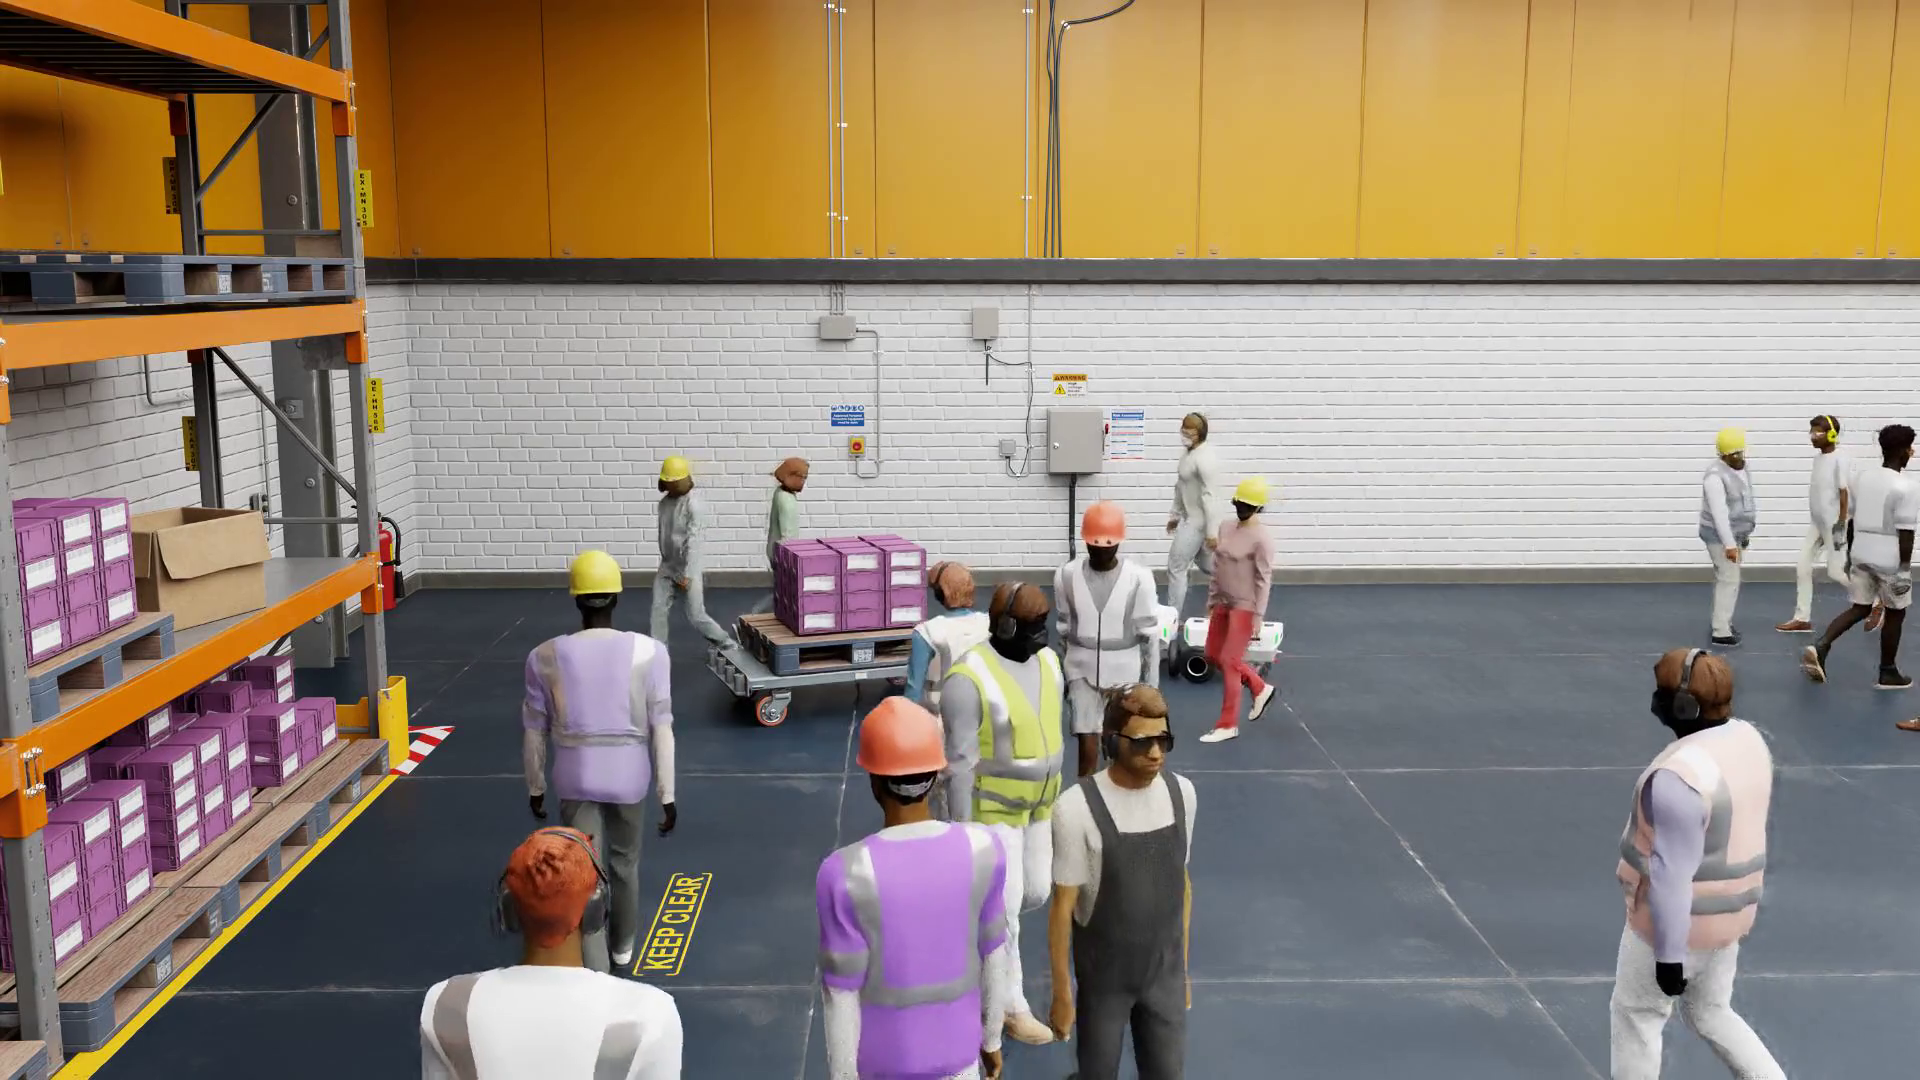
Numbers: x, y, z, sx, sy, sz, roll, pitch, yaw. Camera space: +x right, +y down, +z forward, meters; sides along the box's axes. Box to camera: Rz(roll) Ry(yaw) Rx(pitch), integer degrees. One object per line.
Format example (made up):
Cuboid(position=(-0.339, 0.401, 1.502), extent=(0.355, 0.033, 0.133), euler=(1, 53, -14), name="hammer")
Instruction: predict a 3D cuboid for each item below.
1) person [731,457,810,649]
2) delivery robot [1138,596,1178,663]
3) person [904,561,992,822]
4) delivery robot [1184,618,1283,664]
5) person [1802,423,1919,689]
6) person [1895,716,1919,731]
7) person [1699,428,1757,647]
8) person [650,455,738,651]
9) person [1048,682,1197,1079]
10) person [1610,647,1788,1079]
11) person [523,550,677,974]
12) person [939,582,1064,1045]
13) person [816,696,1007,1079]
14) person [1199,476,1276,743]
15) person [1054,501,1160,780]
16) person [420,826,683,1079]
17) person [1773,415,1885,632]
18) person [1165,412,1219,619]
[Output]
Cuboid(position=(-1.439, 0.147, 12.839), extent=(0.581, 1.603, 0.548), euler=(-2, 9, -13), name="person")
Cuboid(position=(1.452, 0.662, 12.622), extent=(0.477, 0.478, 0.707), euler=(2, 9, 14), name="delivery robot")
Cuboid(position=(-0.053, 0.907, 8.151), extent=(0.516, 1.624, 0.425), euler=(-7, 12, -38), name="person")
Cuboid(position=(2.024, 0.716, 12.292), extent=(0.707, 0.478, 0.477), euler=(2, 9, 15), name="delivery robot")
Cuboid(position=(6.532, 0.130, 11.922), extent=(0.783, 1.946, 0.608), euler=(-3, 10, -15), name="person")
Cuboid(position=(6.464, 0.356, 10.705), extent=(0.544, 1.886, 0.659), euler=(3, 10, 16), name="person")
Cuboid(position=(6.207, -0.032, 13.422), extent=(0.436, 1.778, 0.620), euler=(8, 12, 39), name="person")
Cuboid(position=(-2.010, 0.203, 12.223), extent=(0.488, 1.701, 0.757), euler=(7, 12, 36), name="person")
Cuboid(position=(0.475, 1.304, 5.111), extent=(0.518, 1.823, 0.790), euler=(-5, 10, -26), name="person")
Cuboid(position=(2.453, 1.250, 5.450), extent=(0.628, 1.819, 0.754), euler=(-7, 12, -38), name="person")
Cuboid(position=(-1.486, 0.989, 6.859), extent=(0.605, 1.883, 0.976), euler=(-2, 9, -12), name="person")
Cuboid(position=(0.137, 1.048, 6.686), extent=(0.629, 1.821, 0.680), euler=(-9, 13, -43), name="person")
Cuboid(position=(-0.105, 1.371, 4.442), extent=(0.551, 1.916, 0.878), euler=(-3, 10, -18), name="person")
Cuboid(position=(1.799, 0.433, 10.715), extent=(0.579, 1.728, 0.554), euler=(-4, 10, -24), name="person")
Cuboid(position=(0.788, 0.681, 8.800), extent=(0.558, 1.883, 0.904), euler=(2, 9, 11), name="person")
Cuboid(position=(-0.876, 1.540, 3.539), extent=(0.586, 1.863, 0.751), euler=(1, 9, 3), name="person")
Cuboid(position=(7.287, -0.121, 13.792), extent=(0.845, 1.834, 0.572), euler=(0, 9, 1), name="person")
Cuboid(position=(2.025, -0.127, 13.692), extent=(0.956, 1.890, 0.654), euler=(0, 9, 0), name="person")
